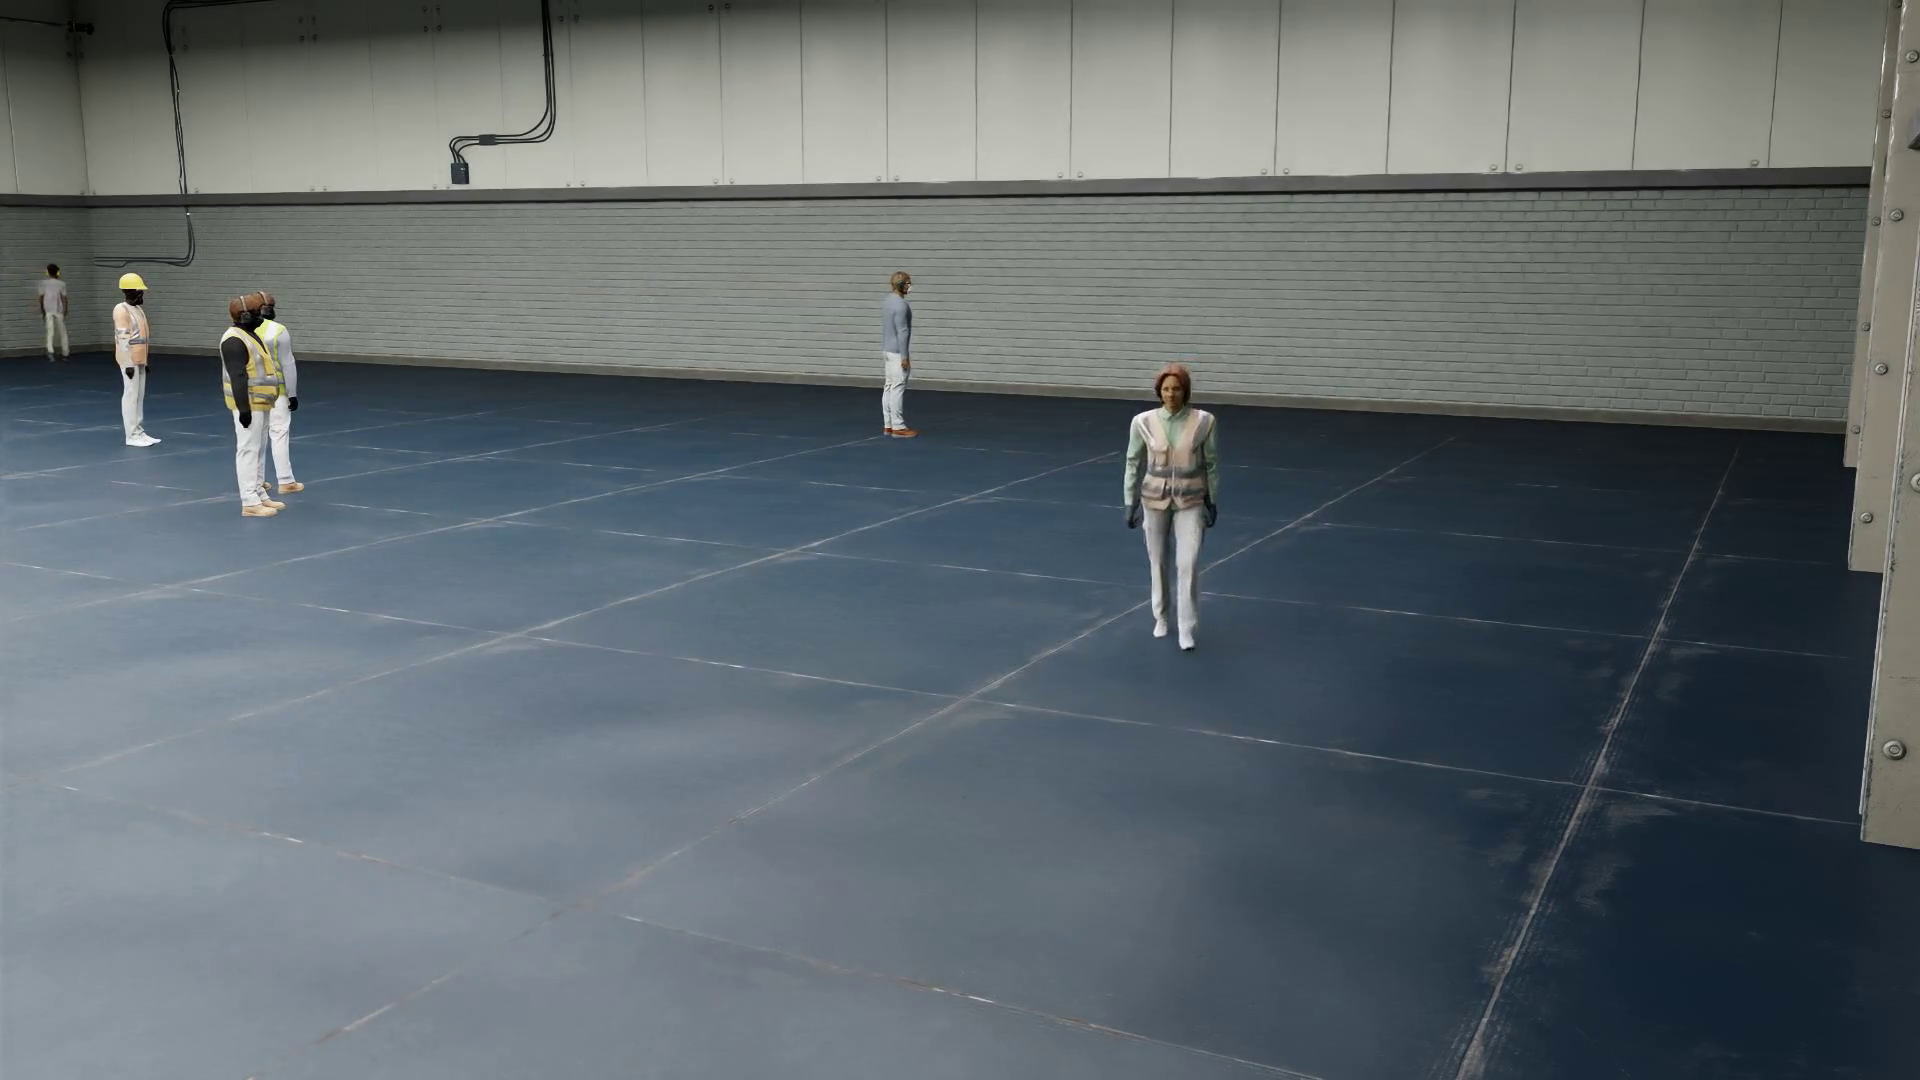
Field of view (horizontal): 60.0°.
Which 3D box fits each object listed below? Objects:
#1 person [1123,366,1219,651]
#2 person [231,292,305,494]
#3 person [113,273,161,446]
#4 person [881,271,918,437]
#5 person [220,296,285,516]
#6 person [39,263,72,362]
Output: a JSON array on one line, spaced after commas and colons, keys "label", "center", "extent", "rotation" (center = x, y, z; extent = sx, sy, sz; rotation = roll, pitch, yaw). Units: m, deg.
[{"label": "person", "center": [1.201, -0.178, 9.491], "extent": [0.539, 1.603, 0.782], "rotation": [2, 11, 10]}, {"label": "person", "center": [-6.332, -1.338, 15.190], "extent": [0.633, 1.839, 0.429], "rotation": [2, 11, 9]}, {"label": "person", "center": [-9.238, -2.015, 18.639], "extent": [0.378, 1.928, 0.585], "rotation": [-1, 10, -8]}, {"label": "person", "center": [-0.729, -2.173, 19.472], "extent": [0.376, 1.940, 0.629], "rotation": [-4, 11, -19]}, {"label": "person", "center": [-5.956, -1.126, 14.019], "extent": [0.429, 1.846, 0.633], "rotation": [-2, 11, -9]}, {"label": "person", "center": [-16.934, -4.246, 31.075], "extent": [0.529, 1.835, 0.937], "rotation": [-3, 11, -15]}]
